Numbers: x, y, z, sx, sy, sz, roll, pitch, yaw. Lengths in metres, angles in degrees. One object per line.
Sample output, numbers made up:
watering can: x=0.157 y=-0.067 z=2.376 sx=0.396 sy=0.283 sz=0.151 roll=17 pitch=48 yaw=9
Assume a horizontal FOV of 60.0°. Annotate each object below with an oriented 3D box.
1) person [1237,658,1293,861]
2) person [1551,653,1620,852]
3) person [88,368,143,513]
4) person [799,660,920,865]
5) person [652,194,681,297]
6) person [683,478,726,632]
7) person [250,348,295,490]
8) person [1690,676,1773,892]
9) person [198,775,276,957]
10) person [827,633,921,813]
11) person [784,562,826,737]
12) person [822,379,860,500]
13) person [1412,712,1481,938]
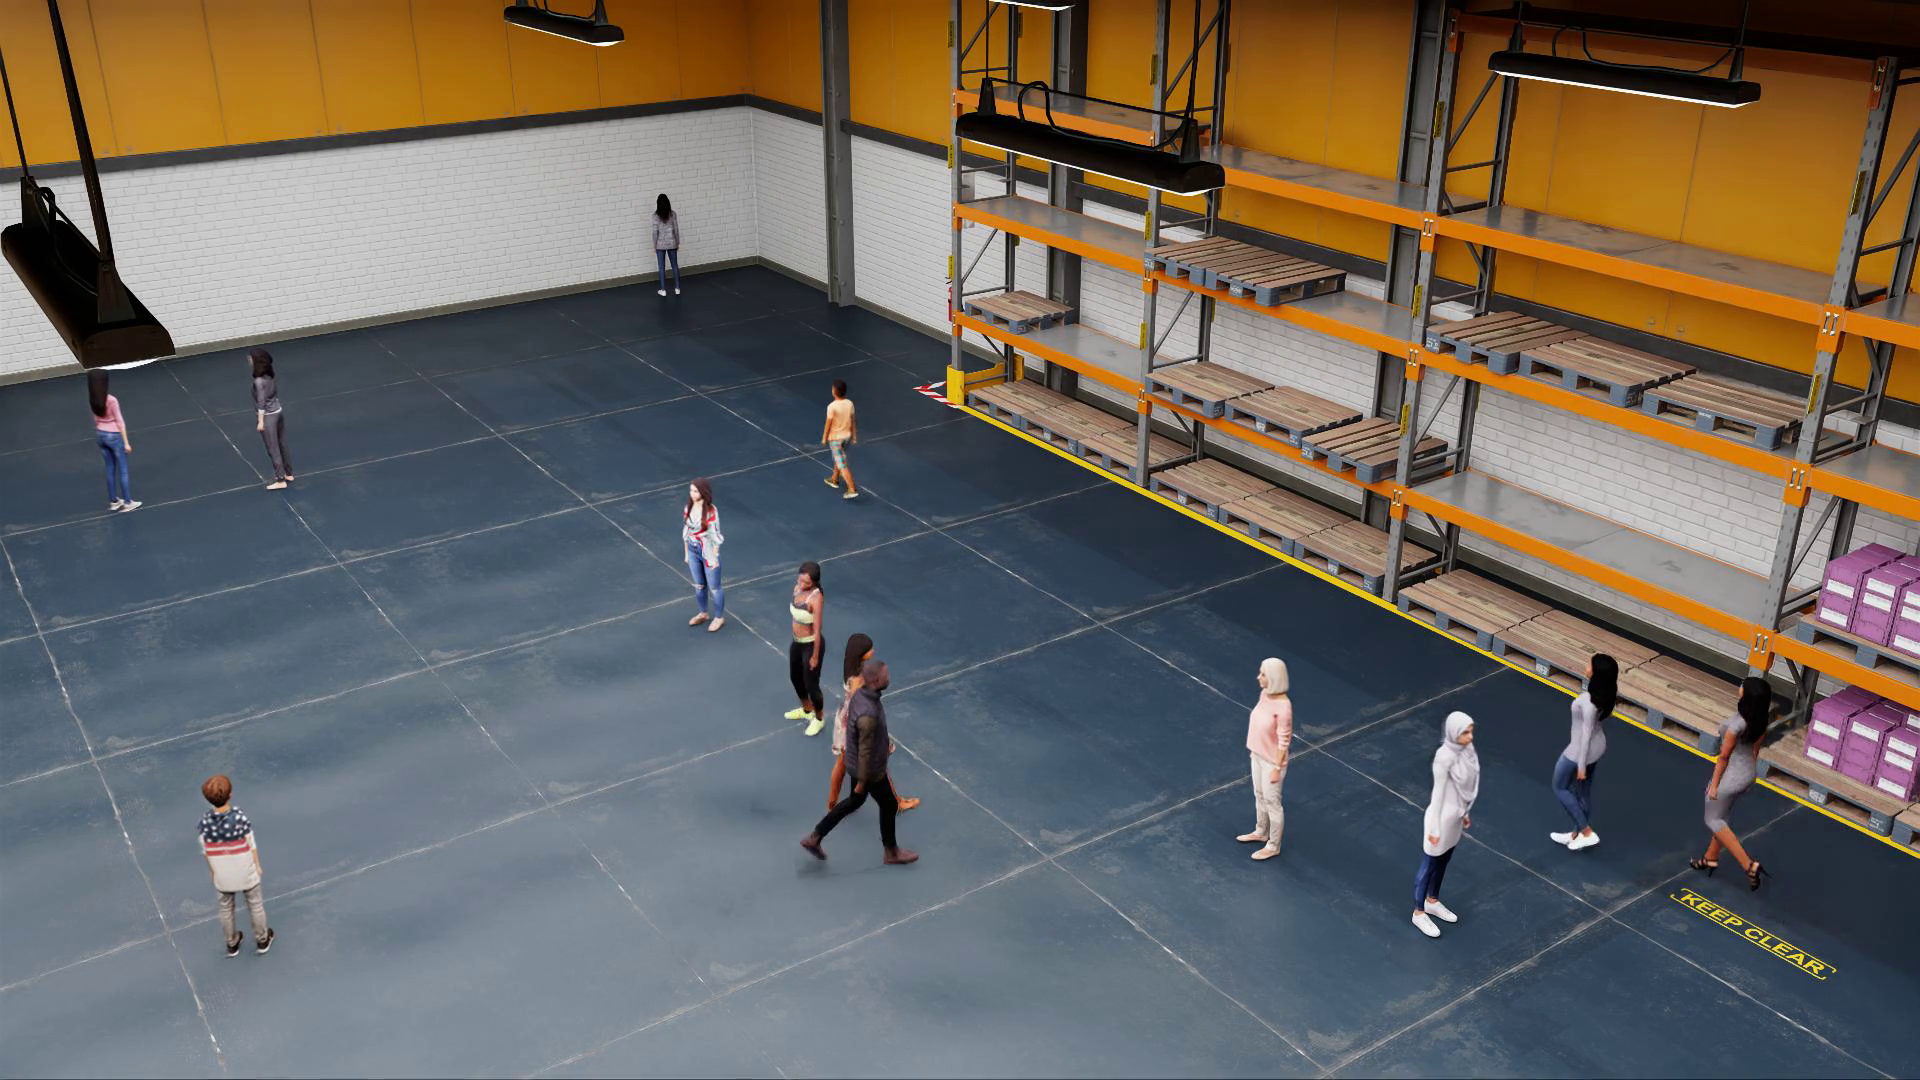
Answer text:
person: x=2.421 y=1.693 z=13.003 sx=0.727 sy=1.724 sz=0.574 roll=-6 pitch=24 yaw=-14
person: x=4.972 y=1.702 z=12.983 sx=0.706 sy=1.725 sz=0.664 roll=21 pitch=31 yaw=40
person: x=-9.993 y=-1.191 z=19.579 sx=0.598 sy=1.742 sz=0.691 roll=9 pitch=25 yaw=20
person: x=-0.799 y=1.756 z=12.764 sx=1.117 sy=1.802 sz=1.221 roll=-4 pitch=24 yaw=-8
person: x=-5.027 y=-5.060 z=28.441 sx=0.655 sy=1.732 sz=0.579 roll=-10 pitch=26 yaw=-22
person: x=-2.565 y=0.130 z=16.721 sx=0.584 sy=1.612 sz=0.724 roll=13 pitch=27 yaw=28
person: x=-8.390 y=-1.495 z=20.246 sx=0.726 sy=1.765 sz=0.644 roll=2 pitch=24 yaw=4
person: x=5.898 y=1.875 z=12.533 sx=0.621 sy=1.768 sz=0.917 roll=-13 pitch=27 yaw=-27
person: x=-5.202 y=2.324 z=11.917 sx=0.576 sy=1.439 sz=0.597 roll=-3 pitch=24 yaw=-6
person: x=-0.930 y=1.525 z=13.529 sx=0.970 sy=1.612 sz=1.040 roll=-3 pitch=24 yaw=-8
person: x=-1.334 y=0.945 z=14.716 sx=0.777 sy=1.724 sz=0.462 roll=-10 pitch=26 yaw=-22
person: x=-1.401 y=-1.186 z=19.952 sx=1.003 sy=1.434 sz=0.641 roll=21 pitch=32 yaw=40
person: x=3.545 y=2.041 z=12.145 sx=0.624 sy=1.775 sz=0.558 roll=-19 pitch=30 yaw=-37
